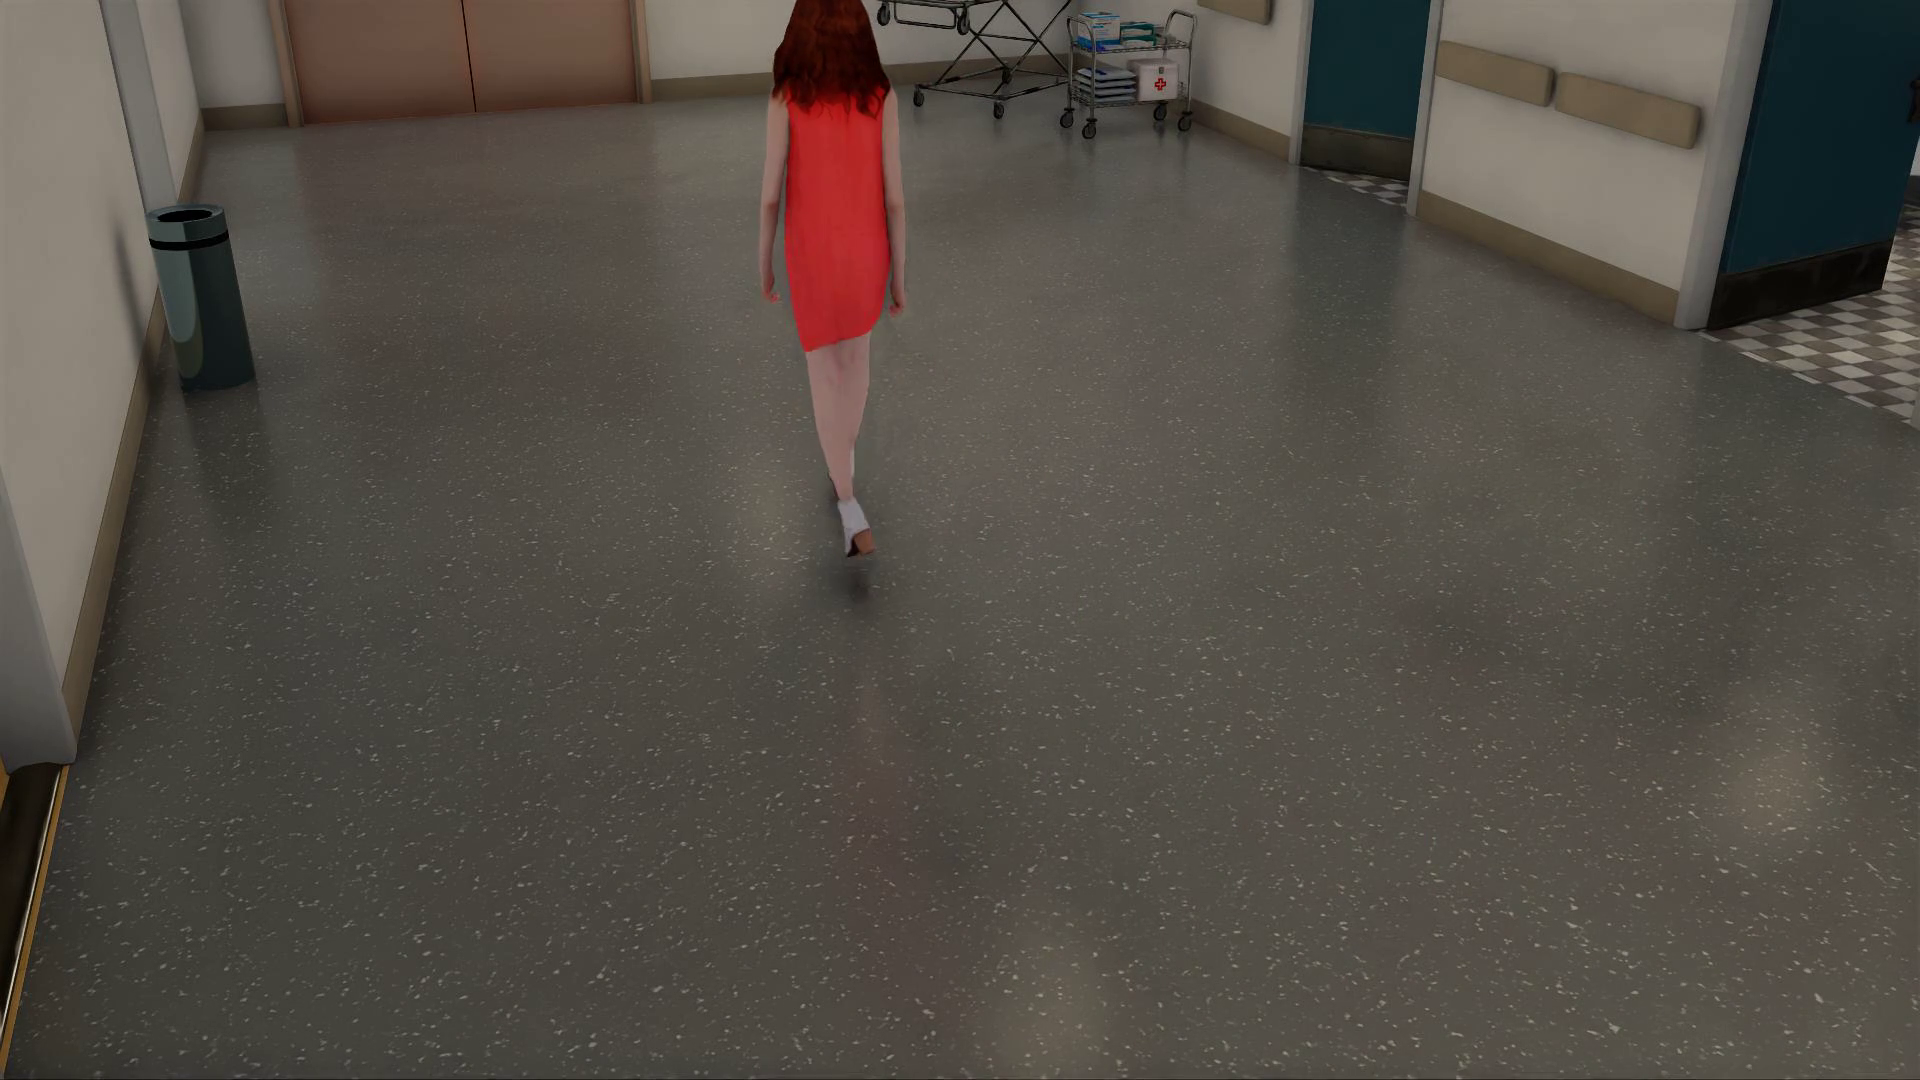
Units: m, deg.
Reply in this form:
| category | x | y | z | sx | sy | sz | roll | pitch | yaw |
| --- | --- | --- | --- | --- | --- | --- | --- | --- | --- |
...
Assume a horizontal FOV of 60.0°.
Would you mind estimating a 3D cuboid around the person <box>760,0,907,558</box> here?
| category | x | y | z | sx | sy | sz | roll | pitch | yaw |
| --- | --- | --- | --- | --- | --- | --- | --- | --- | --- |
| person | -0.378 | -0.796 | 5.244 | 0.692 | 1.787 | 1.138 | -6 | 26 | -12 |
